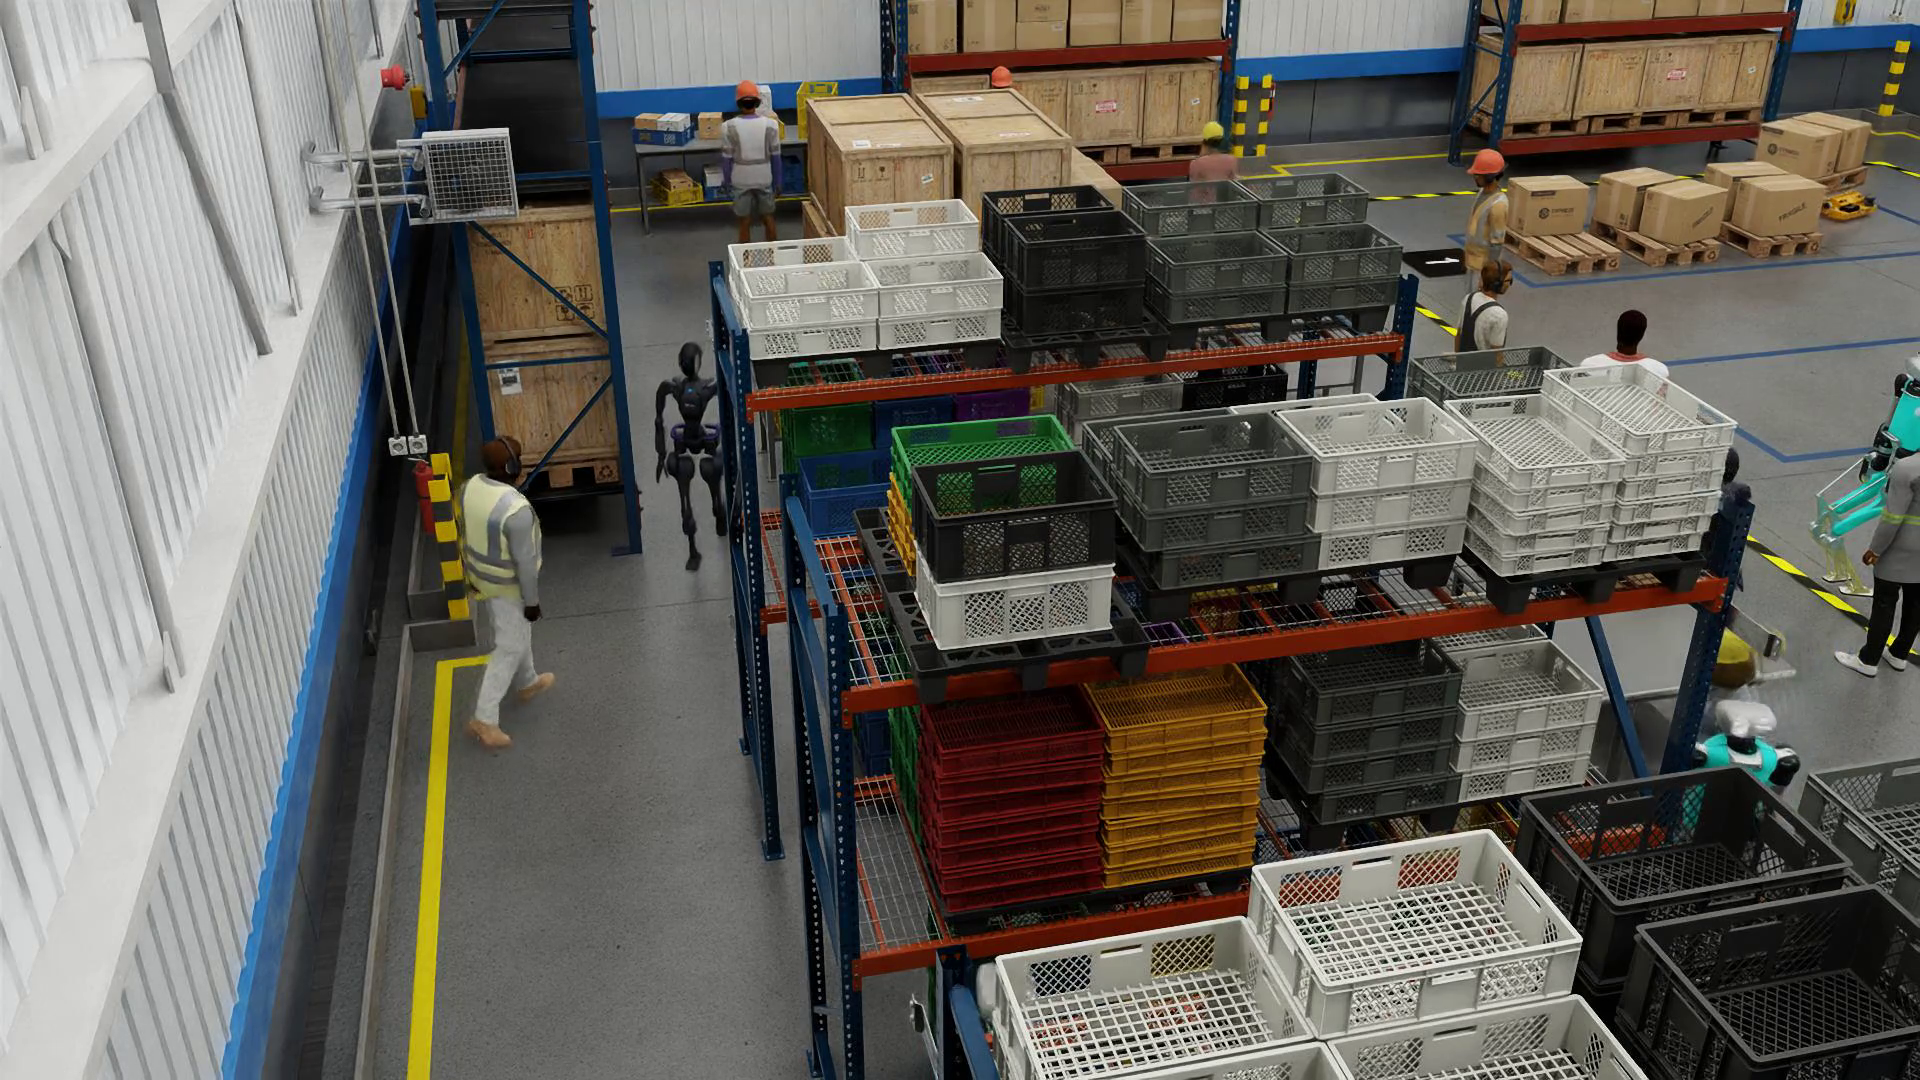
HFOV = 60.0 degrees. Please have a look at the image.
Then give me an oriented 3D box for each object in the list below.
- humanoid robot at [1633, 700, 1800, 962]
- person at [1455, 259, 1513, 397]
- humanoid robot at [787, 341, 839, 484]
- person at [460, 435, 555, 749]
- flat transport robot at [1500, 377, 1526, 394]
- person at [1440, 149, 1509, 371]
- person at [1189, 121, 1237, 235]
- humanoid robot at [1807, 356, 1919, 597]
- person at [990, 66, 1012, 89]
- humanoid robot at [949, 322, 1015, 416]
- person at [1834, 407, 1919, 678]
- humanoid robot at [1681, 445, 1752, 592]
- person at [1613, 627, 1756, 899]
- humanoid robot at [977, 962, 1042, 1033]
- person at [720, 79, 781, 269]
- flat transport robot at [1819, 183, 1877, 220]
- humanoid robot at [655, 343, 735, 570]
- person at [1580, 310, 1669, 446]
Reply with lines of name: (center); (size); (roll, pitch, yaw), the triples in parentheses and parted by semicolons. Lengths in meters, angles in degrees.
humanoid robot: (3.419, 1.407, 7.788); (0.549, 1.729, 1.014); (2, 28, 4)
person: (3.973, -1.258, 12.742); (0.330, 1.844, 0.512); (-10, 29, -18)
humanoid robot: (-1.000, -0.921, 12.347); (0.706, 1.916, 0.550); (10, 30, 19)
person: (-2.770, 0.282, 9.878); (0.717, 1.806, 0.665); (-22, 35, -35)
flat transport robot: (4.780, -1.036, 14.013); (0.659, 0.231, 1.431); (-6, 28, -12)
person: (4.621, -2.469, 14.839); (0.400, 2.035, 0.607); (1, 28, 2)
person: (2.534, -3.373, 16.880); (0.519, 1.716, 0.922); (-4, 28, -8)
humanoid robot: (6.054, -0.420, 11.123); (0.735, 1.677, 0.533); (-1, 28, -3)
person: (0.439, -4.217, 18.259); (0.543, 1.937, 0.351); (-4, 28, -8)
humanoid robot: (0.163, -1.223, 12.647); (0.533, 1.677, 0.735); (2, 28, 3)
person: (5.907, -0.001, 10.349); (0.590, 1.852, 0.372); (-7, 29, -13)
humanoid robot: (4.550, 0.138, 10.307); (0.609, 1.635, 0.717); (-8, 29, -16)
person: (3.677, 1.162, 8.314); (0.914, 1.689, 0.497); (3, 28, 5)
humanoid robot: (-0.190, 2.344, 6.100); (1.025, 1.769, 0.547); (-6, 28, -11)
person: (-2.152, -3.726, 17.218); (0.608, 2.041, 0.381); (-9, 29, -16)
flat transport robot: (10.097, -4.134, 19.860); (0.652, 0.197, 1.431); (-18, 33, -30)
humanoid robot: (-1.864, -0.643, 11.763); (0.590, 1.634, 0.615); (0, 28, -1)
person: (4.514, -0.665, 11.557); (0.579, 1.911, 0.392); (10, 29, 18)
